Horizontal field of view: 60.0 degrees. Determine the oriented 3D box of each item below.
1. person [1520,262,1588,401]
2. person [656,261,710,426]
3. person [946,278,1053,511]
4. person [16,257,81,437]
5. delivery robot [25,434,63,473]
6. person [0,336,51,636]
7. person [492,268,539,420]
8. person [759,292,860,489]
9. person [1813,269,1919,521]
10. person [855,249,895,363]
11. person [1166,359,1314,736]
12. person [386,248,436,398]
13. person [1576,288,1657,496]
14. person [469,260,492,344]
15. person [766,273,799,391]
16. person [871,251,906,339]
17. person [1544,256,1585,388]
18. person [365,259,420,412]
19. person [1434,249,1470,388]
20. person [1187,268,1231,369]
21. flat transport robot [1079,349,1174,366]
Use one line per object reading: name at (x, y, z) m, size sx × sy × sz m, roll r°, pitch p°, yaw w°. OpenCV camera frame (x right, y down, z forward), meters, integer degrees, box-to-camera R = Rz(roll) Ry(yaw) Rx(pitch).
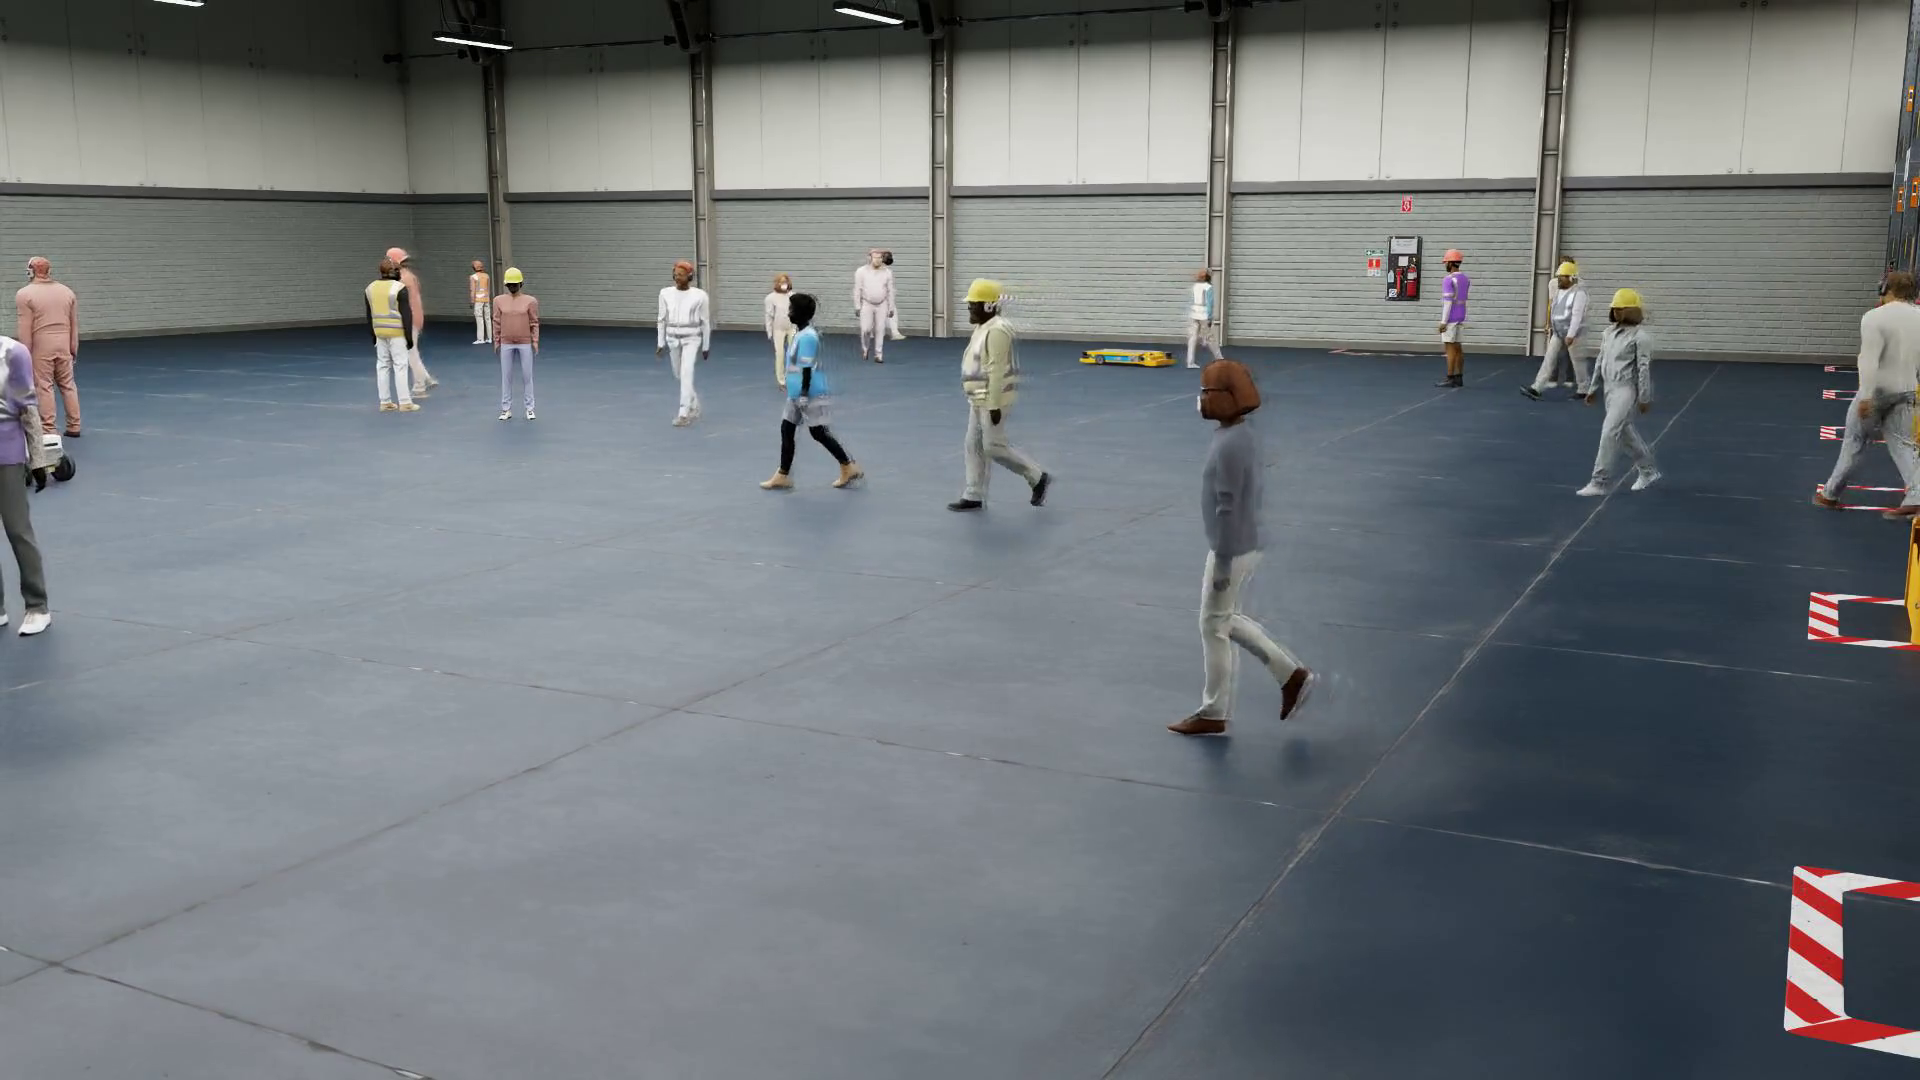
person at (7.697, -2.654, 21.297) m, size 0.954 × 1.776 × 0.618 m, roll -3°, pitch 11°, yaw -18°
person at (-3.121, -2.248, 18.940) m, size 0.574 × 1.851 × 0.911 m, roll 2°, pitch 11°, yaw 13°
person at (0.299, -1.101, 12.772) m, size 0.735 × 1.811 × 0.600 m, roll -2°, pitch 11°, yaw -10°
person at (-9.541, -1.994, 17.381) m, size 0.403 × 1.904 × 0.652 m, roll 5°, pitch 12°, yaw 26°
delivery robot at (-8.093, -0.801, 14.300) m, size 0.707 × 0.478 × 0.477 m, roll 4°, pitch 11°, yaw 20°
person at (-5.206, -0.437, 8.857) m, size 0.598 × 1.919 × 0.396 m, roll -1°, pitch 10°, yaw -4°
person at (-5.141, -2.266, 19.266) m, size 0.524 × 1.760 × 0.326 m, roll -2°, pitch 11°, yaw -8°
person at (-1.252, -1.244, 13.945) m, size 0.824 × 1.662 × 0.533 m, roll -3°, pitch 11°, yaw -14°
person at (7.012, -1.096, 12.574) m, size 0.668 × 1.880 × 0.991 m, roll -3°, pitch 11°, yaw -17°
person at (-1.416, -3.905, 27.824) m, size 0.672 × 1.893 × 0.427 m, roll -3°, pitch 11°, yaw -15°
person at (1.185, 0.047, 7.010) m, size 0.538 × 1.618 × 0.514 m, roll 2°, pitch 11°, yaw 13°
person at (-7.255, -2.832, 21.784) m, size 0.502 × 1.968 × 0.626 m, roll -1°, pitch 10°, yaw -4°
person at (5.494, -1.224, 13.730) m, size 0.883 × 1.702 × 0.485 m, roll -3°, pitch 11°, yaw -16°
person at (-9.416, -4.661, 32.649) m, size 0.313 × 1.639 × 0.513 m, roll 5°, pitch 12°, yaw 27°
person at (-2.398, -2.848, 22.814) m, size 0.527 × 1.620 × 0.345 m, roll -4°, pitch 11°, yaw -23°
person at (-1.562, -5.016, 34.101) m, size 0.864 × 1.815 × 0.636 m, roll 0°, pitch 10°, yaw -2°
person at (8.443, -3.042, 23.252) m, size 0.509 × 1.846 × 0.342 m, roll 0°, pitch 10°, yaw -2°
person at (-6.880, -2.475, 20.183) m, size 0.625 × 1.840 × 0.430 m, roll 4°, pitch 11°, yaw 23°
person at (6.904, -3.111, 23.382) m, size 0.551 × 1.934 × 0.373 m, roll -10°, pitch 14°, yaw -43°
person at (3.963, -3.535, 26.576) m, size 0.807 × 1.599 × 0.541 m, roll -6°, pitch 12°, yaw -30°
flat transport robot at (2.751, -3.021, 27.435) m, size 1.431 × 0.197 × 0.652 m, roll 7°, pitch 13°, yaw 34°
